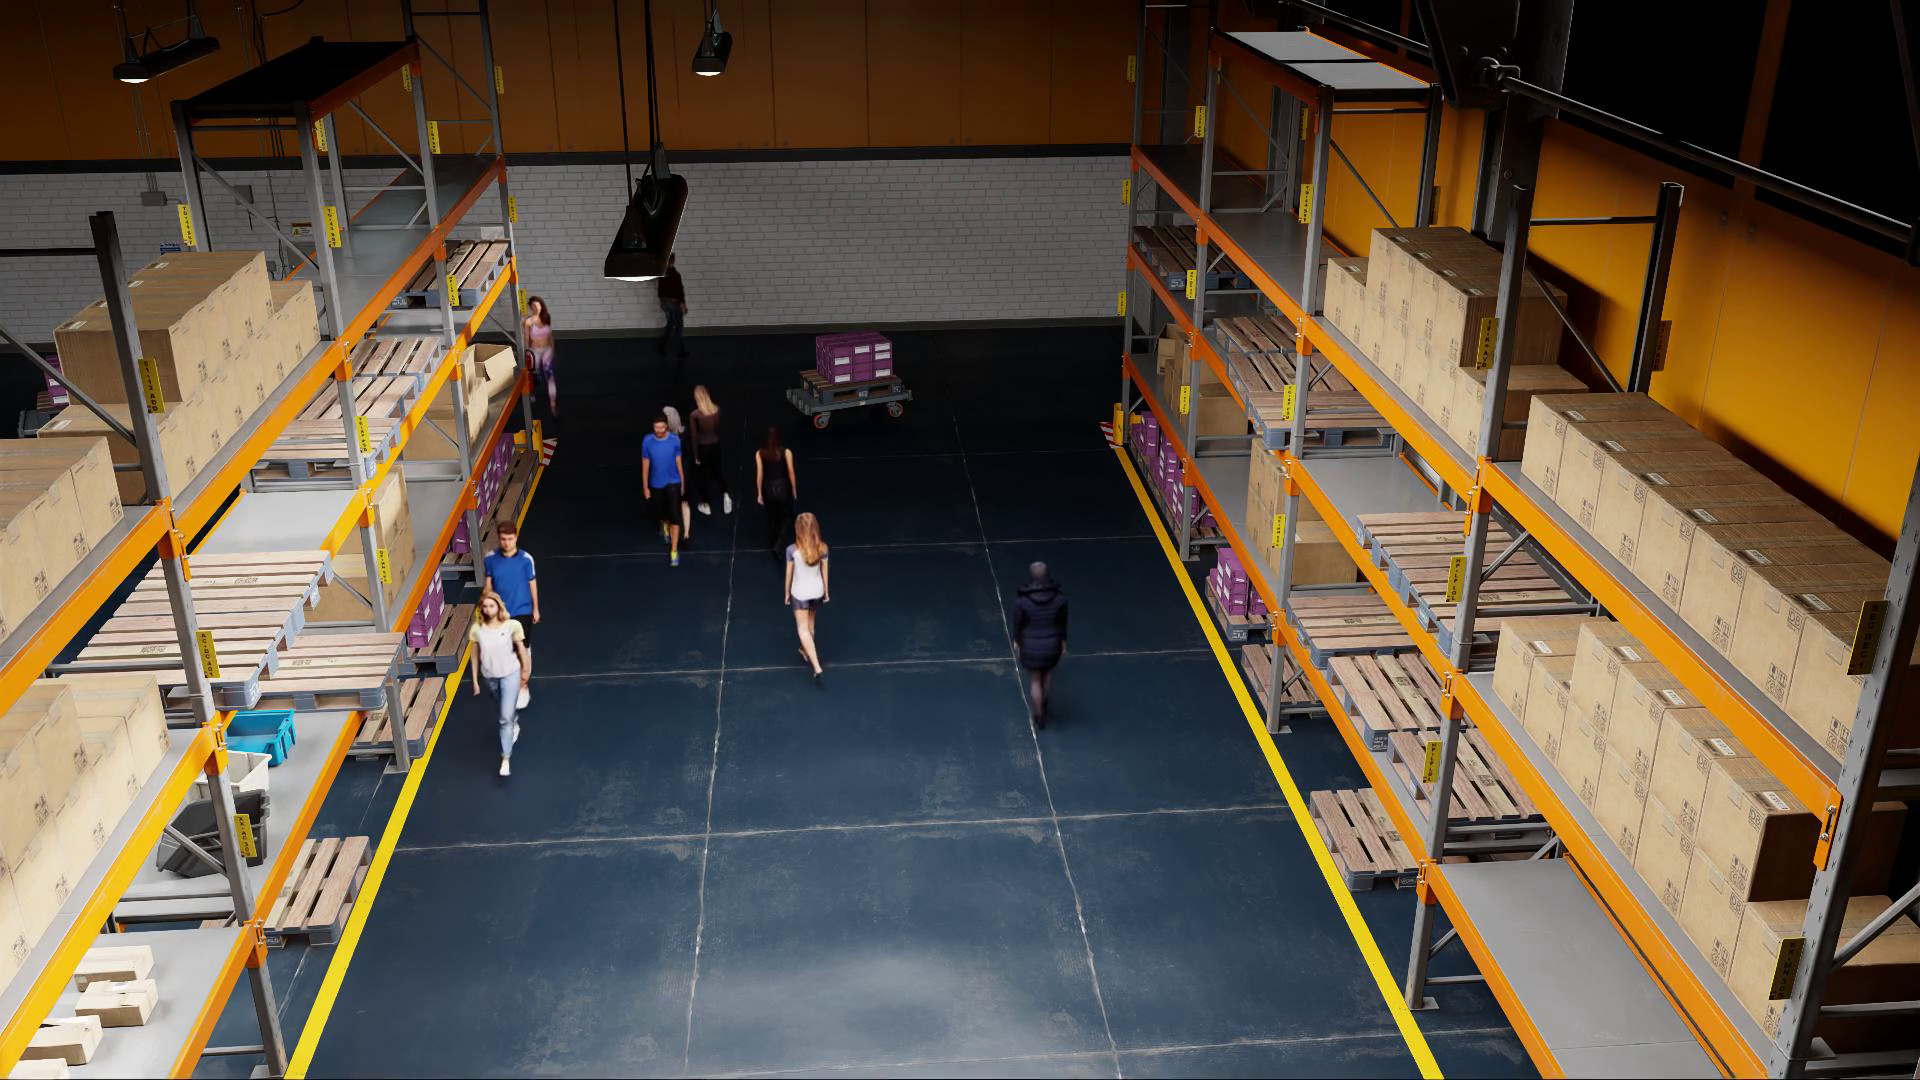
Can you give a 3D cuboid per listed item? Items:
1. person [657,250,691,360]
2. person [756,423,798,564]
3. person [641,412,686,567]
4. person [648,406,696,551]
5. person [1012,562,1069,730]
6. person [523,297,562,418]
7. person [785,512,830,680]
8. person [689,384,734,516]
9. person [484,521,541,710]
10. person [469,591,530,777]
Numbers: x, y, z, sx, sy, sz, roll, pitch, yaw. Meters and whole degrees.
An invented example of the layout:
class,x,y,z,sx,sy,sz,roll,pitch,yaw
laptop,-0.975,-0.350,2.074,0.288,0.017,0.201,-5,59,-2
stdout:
class,x,y,z,sx,sy,sz,roll,pitch,yaw
person,-4.595,-3.701,26.268,0.920,1.770,0.989,16,29,33
person,-2.087,-0.501,19.067,0.690,1.675,0.956,0,24,0
person,-3.398,-0.665,19.254,0.638,1.825,1.131,-2,24,-4
person,-3.280,-0.709,19.478,0.851,1.727,0.943,-17,29,-35
person,0.770,1.011,15.627,0.697,1.658,0.784,-4,24,-9
person,-6.059,-2.657,23.912,0.955,1.743,1.137,-17,29,-34
person,-1.503,0.579,16.563,0.849,1.700,1.113,-11,26,-23
person,-3.039,-1.064,20.338,0.885,1.688,1.000,-18,29,-35
person,-4.344,0.659,16.204,0.694,1.841,1.162,-1,24,-2
person,-4.169,1.223,15.136,0.633,1.664,1.144,-2,24,-5
